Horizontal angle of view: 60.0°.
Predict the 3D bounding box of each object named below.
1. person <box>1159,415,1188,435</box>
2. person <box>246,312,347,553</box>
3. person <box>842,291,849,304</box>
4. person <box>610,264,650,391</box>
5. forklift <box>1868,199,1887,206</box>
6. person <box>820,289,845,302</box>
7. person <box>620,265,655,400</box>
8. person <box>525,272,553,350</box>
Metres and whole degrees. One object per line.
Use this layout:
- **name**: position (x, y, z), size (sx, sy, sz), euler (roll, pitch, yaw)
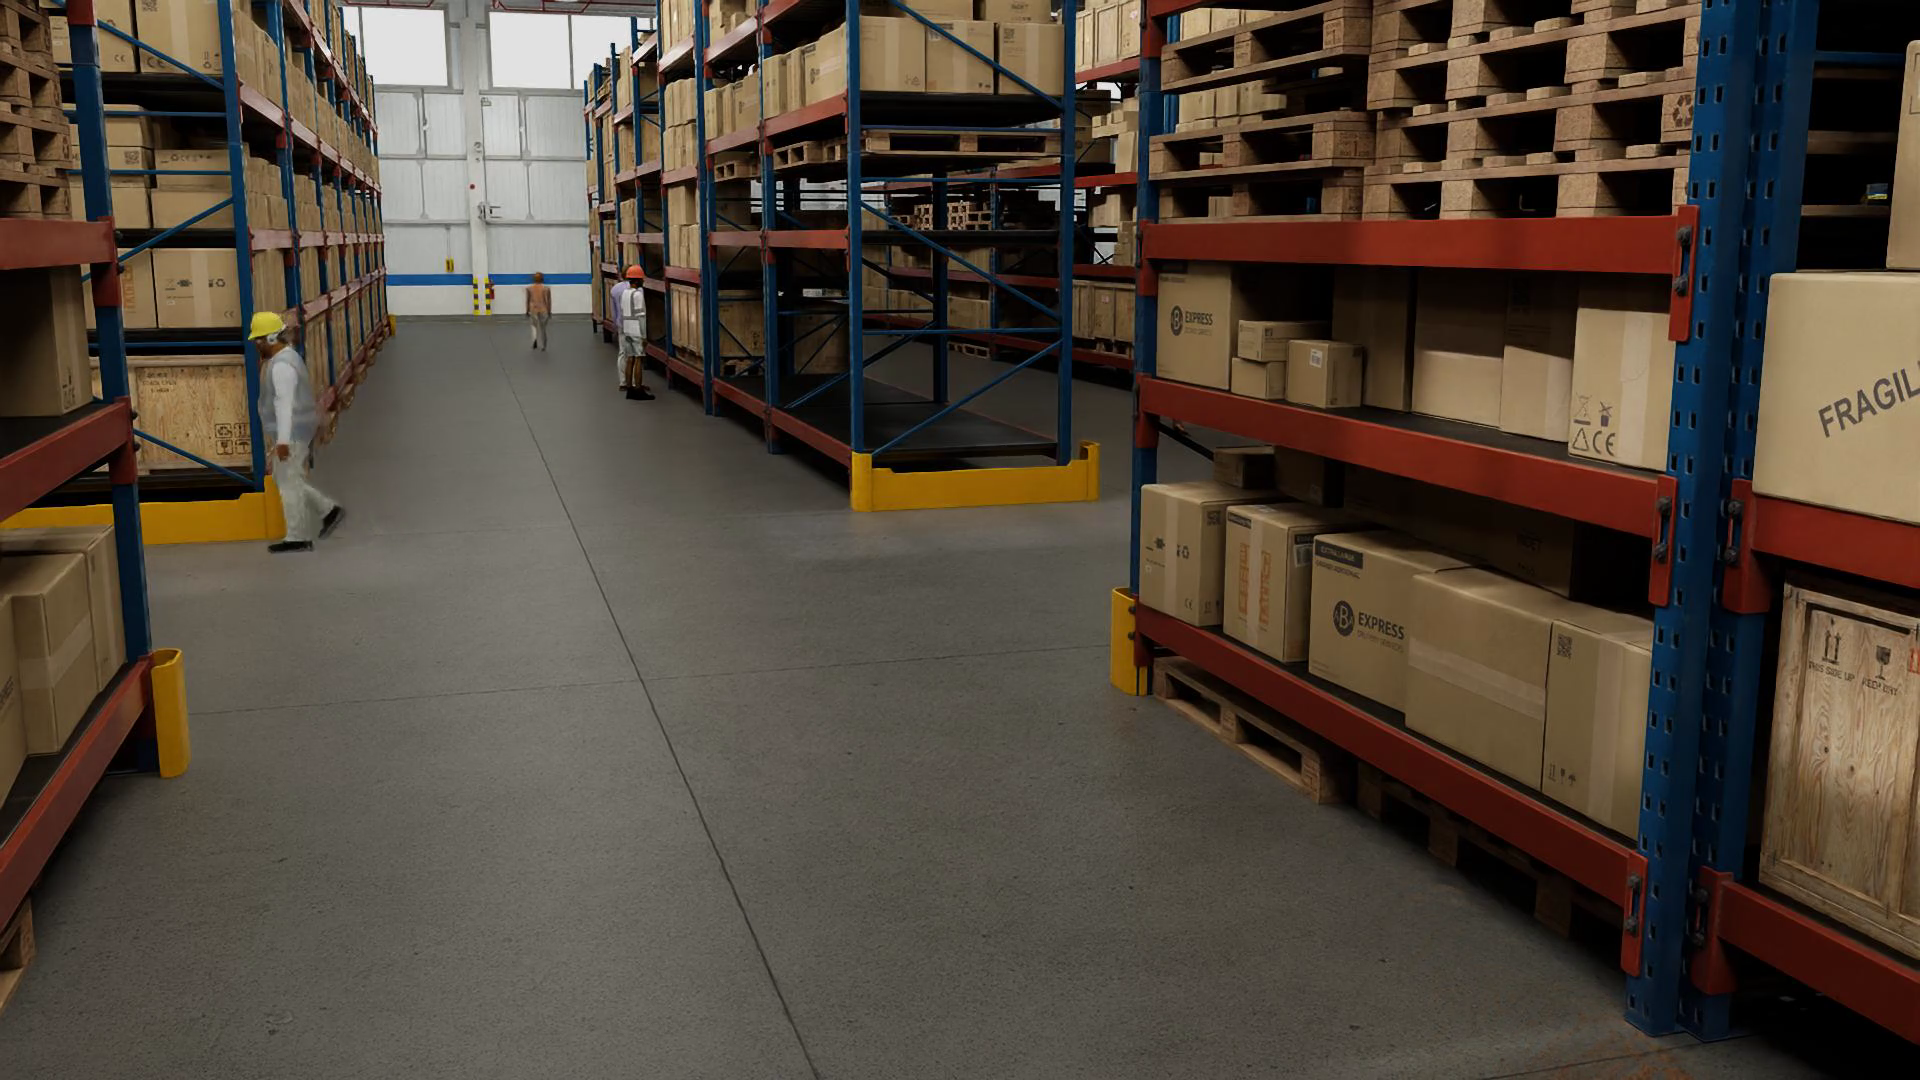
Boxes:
- **person**: position (2.505, -2.188, 19.752), size (0.639, 1.903, 0.409), euler (-2, 10, -10)
- **person**: position (-4.984, -0.805, 12.443), size (0.568, 1.801, 0.656), euler (-4, 11, -22)
- **person**: position (-2.858, -6.627, 44.149), size (1.009, 1.891, 0.627), euler (-3, 11, -15)
- **person**: position (-5.014, -3.218, 25.290), size (0.635, 1.939, 0.359), euler (6, 12, 29)
- **forklift**: position (11.338, -2.915, 21.052), size (1.129, 2.768, 1.873), euler (-3, 11, -17)
- **person**: position (-3.332, -6.470, 43.453), size (0.657, 1.819, 0.537), euler (9, 14, 40)
- **person**: position (-4.661, -2.982, 24.004), size (0.356, 1.937, 0.552), euler (-9, 13, -39)
- **person**: position (-8.750, -4.761, 34.608), size (0.548, 1.622, 0.404), euler (-2, 10, -9)
